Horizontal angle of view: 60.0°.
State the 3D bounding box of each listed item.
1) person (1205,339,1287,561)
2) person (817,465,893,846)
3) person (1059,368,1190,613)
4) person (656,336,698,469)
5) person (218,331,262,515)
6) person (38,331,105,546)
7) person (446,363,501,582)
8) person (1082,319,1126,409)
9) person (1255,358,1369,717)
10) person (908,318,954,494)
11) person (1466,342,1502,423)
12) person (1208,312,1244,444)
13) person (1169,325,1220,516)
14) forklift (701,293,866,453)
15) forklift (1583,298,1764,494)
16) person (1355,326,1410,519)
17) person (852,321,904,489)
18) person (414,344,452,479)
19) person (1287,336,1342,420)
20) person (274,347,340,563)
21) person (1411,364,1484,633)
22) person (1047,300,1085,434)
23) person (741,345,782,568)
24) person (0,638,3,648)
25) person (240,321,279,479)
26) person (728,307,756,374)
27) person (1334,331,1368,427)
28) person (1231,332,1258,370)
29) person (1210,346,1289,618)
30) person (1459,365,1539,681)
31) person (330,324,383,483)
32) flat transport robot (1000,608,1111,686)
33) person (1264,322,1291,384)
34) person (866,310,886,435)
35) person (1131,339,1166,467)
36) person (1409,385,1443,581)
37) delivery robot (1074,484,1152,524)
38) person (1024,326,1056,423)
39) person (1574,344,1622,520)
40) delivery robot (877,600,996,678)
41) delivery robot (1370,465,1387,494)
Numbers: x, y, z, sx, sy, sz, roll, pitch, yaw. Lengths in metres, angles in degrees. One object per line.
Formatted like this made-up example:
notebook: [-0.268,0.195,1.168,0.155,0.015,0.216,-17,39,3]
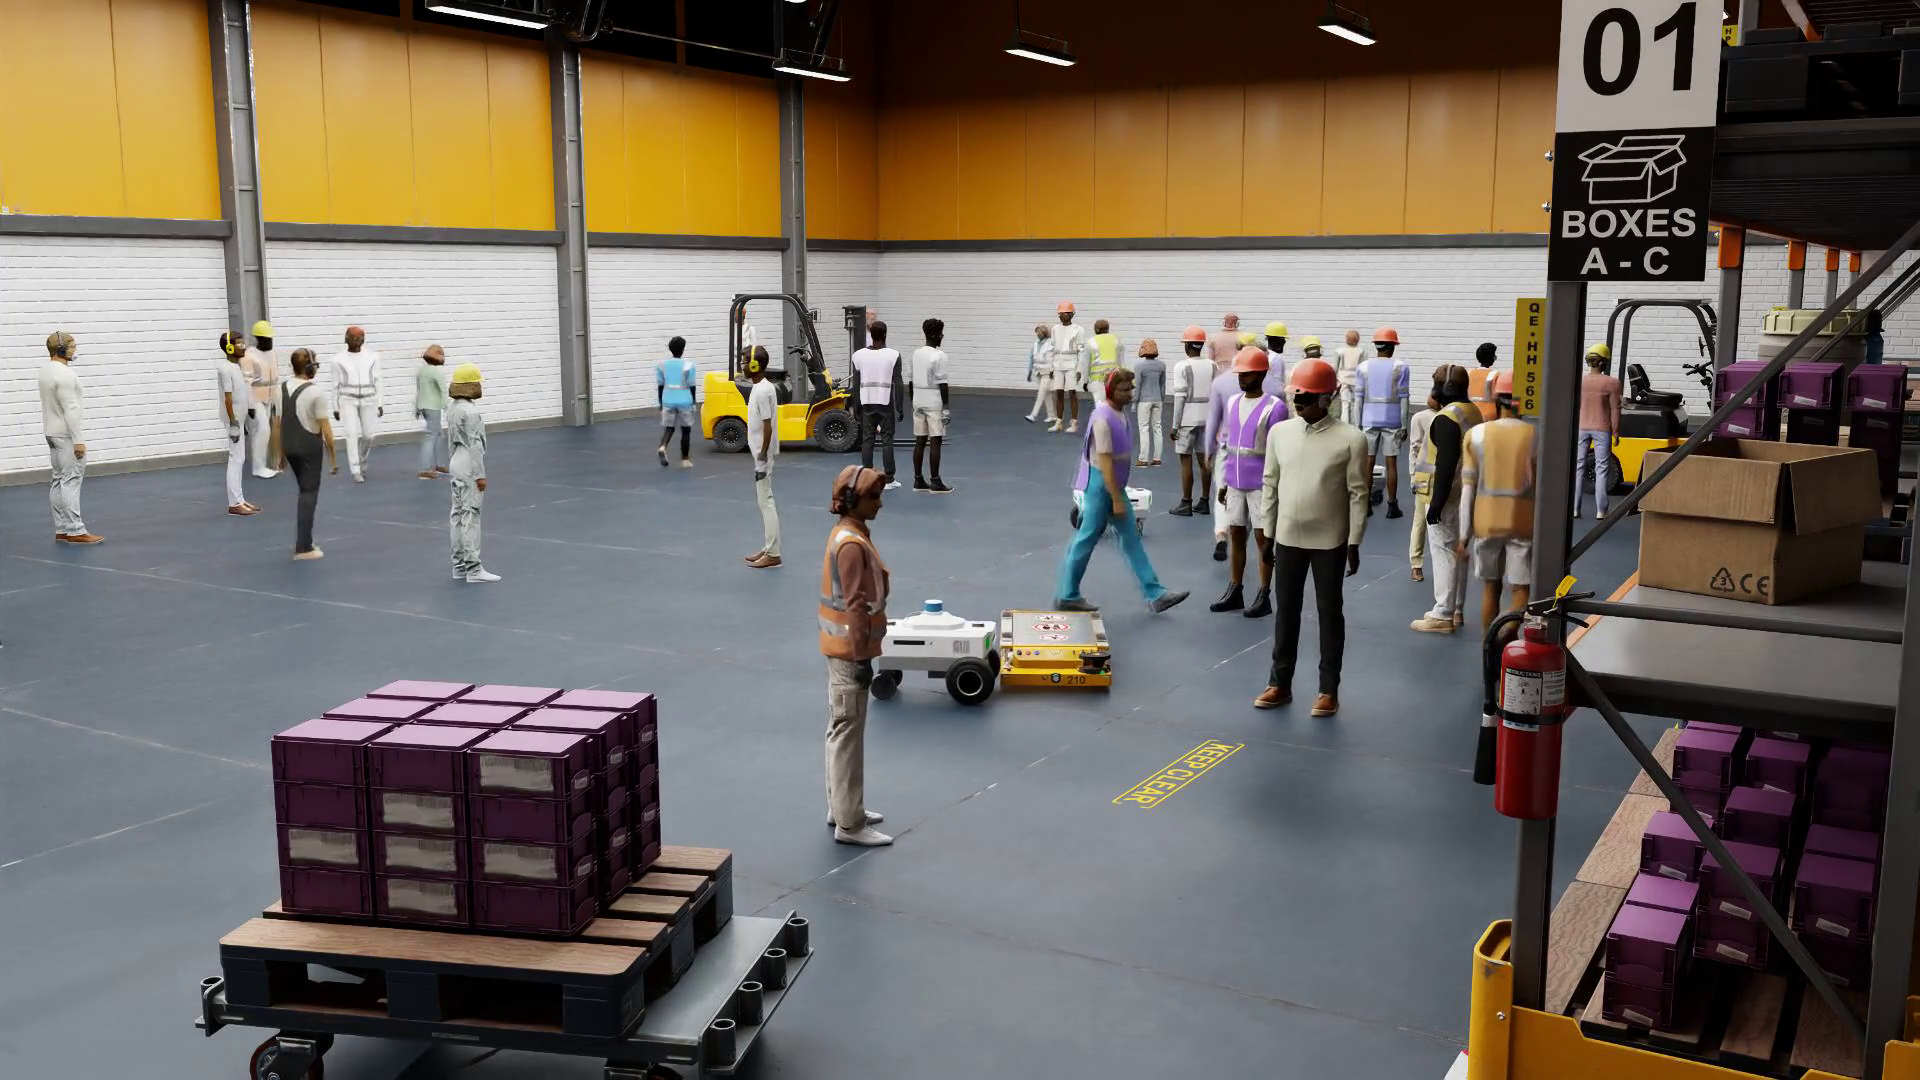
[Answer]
person: [2.393,-0.724,13.960,0.661,1.906,0.628,2,9,13]
person: [-0.459,0.492,7.208,0.313,1.637,0.513,-1,9,-7]
person: [1.149,-0.331,11.862,0.991,1.777,0.581,4,10,24]
person: [-3.547,-1.701,20.763,0.538,1.681,0.571,2,9,12]
person: [-7.362,-1.187,16.961,0.328,1.873,0.514,-2,9,-15]
person: [-8.083,-0.916,15.059,0.631,1.940,0.372,9,13,44]
person: [-3.915,-0.537,13.297,0.304,1.744,0.483,-7,11,-37]
person: [2.170,-2.377,24.647,0.652,1.798,0.909,-3,9,-16]
person: [1.954,-0.014,9.264,0.612,1.991,0.391,6,11,34]
person: [-0.329,-1.499,18.618,0.366,1.961,0.610,-8,12,-41]
person: [5.802,-1.338,18.447,0.318,1.697,0.535,-6,11,-33]
person: [3.881,-2.319,23.911,0.650,1.906,0.401,3,9,15]
person: [2.357,-1.208,16.882,0.551,1.936,0.356,-6,11,-32]
forklift: [-2.458,-2.344,23.176,2.313,2.155,1.214,0,9,-2]
forklift: [7.954,-1.589,18.462,2.313,2.155,1.214,5,11,30]
person: [4.243,-1.180,16.728,0.543,1.932,0.376,4,10,26]
person: [-0.932,-1.533,18.968,0.597,1.917,0.379,2,9,14]
person: [-6.324,-1.547,20.025,0.616,1.601,0.641,7,12,38]
person: [3.847,-1.322,18.089,0.628,1.779,0.495,6,11,31]
person: [-5.572,-0.729,14.238,0.538,1.823,0.559,3,10,20]
person: [3.341,-0.286,11.429,0.429,1.841,0.633,6,11,32]
person: [1.622,-2.651,25.559,0.605,2.044,0.374,7,11,36]
person: [-1.663,-0.693,13.903,0.312,1.862,0.532,-1,9,-6]
person: [-6.473,-0.190,10.755,0.317,1.865,0.523,-8,12,-41]
person: [-8.361,-1.674,19.936,0.553,1.892,0.585,2,9,13]
person: [-3.755,-3.061,28.615,0.584,1.882,0.337,6,11,34]
person: [5.905,-2.367,25.199,0.517,1.594,0.877,2,9,9]
person: [3.488,-1.685,20.439,0.445,1.743,0.540,-1,9,-8]
person: [2.073,-0.416,11.936,0.354,1.939,0.545,-8,12,-42]
person: [3.227,-0.074,9.874,0.552,1.919,0.771,5,10,28]
person: [-7.160,-1.626,19.717,0.587,1.868,0.626,-6,11,-31]
flat transport robot: [0.583,0.656,10.436,0.652,0.197,1.431,0,9,2]
person: [3.456,-1.464,18.522,0.383,1.923,0.590,-3,9,-16]
person: [-1.374,-2.533,25.237,0.643,1.912,0.410,-5,11,-30]
person: [2.393,-1.735,21.114,0.497,1.633,0.285,-5,11,-31]
person: [3.833,-0.484,13.310,0.498,1.633,0.283,-1,9,-8]
delivery robot: [1.437,-0.361,15.607,0.707,0.478,0.477,-1,9,-5]
person: [1.299,-2.709,27.211,0.854,1.573,0.543,-8,12,-40]
person: [6.336,-1.076,16.621,0.524,1.759,0.328,7,11,37]
delivery robot: [-0.154,0.592,9.660,0.707,0.478,0.477,1,9,6]
delivery robot: [4.270,-0.712,17.795,0.477,0.478,0.707,-2,9,-13]
